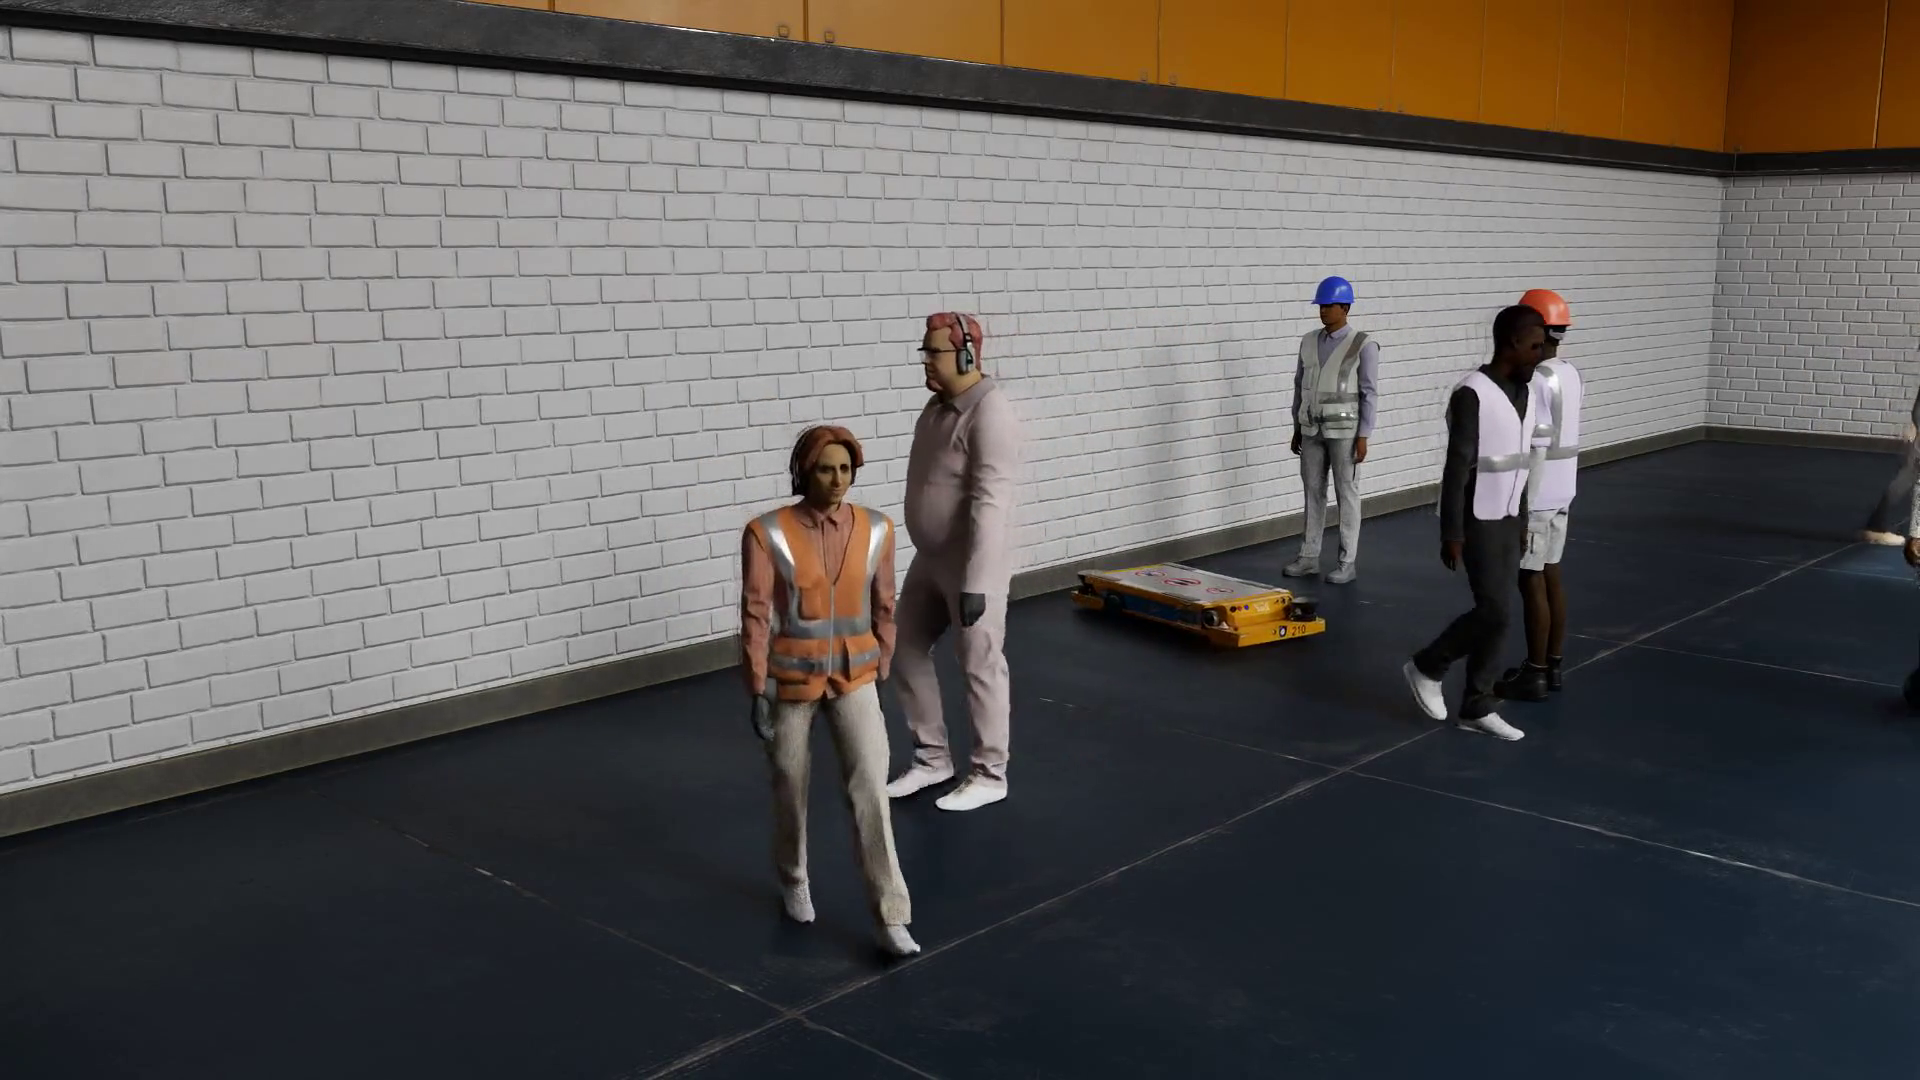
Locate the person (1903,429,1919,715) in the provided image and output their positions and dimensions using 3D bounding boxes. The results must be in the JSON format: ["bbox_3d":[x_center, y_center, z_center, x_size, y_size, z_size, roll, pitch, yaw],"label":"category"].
[{"bbox_3d":[4.448,-0.093,7.281,0.571,1.901,0.925,4,11,23],"label":"person"}]

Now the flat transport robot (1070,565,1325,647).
[{"bbox_3d":[1.323,0.344,9.457,0.652,0.197,1.431,-7,12,-34],"label":"flat transport robot"}]

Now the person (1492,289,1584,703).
[{"bbox_3d":[2.699,-0.206,7.846,0.371,1.935,0.551,8,13,37],"label":"person"}]

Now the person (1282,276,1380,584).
[{"bbox_3d":[2.371,-0.701,10.632,0.392,1.949,0.602,-9,13,-41],"label":"person"}]

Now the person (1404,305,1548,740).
[{"bbox_3d":[2.290,-0.072,7.230,0.621,1.884,0.471,-9,14,-43],"label":"person"}]

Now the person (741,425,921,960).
[{"bbox_3d":[-0.400,0.464,5.008,0.529,1.598,0.842,-4,11,-21],"label":"person"}]

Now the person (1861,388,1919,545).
[{"bbox_3d":[6.959,-0.809,11.727,1.004,1.779,0.533,4,11,19],"label":"person"}]

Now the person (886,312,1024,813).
[{"bbox_3d":[-0.085,0.101,6.225,0.601,1.888,0.679,-5,11,-25],"label":"person"}]
